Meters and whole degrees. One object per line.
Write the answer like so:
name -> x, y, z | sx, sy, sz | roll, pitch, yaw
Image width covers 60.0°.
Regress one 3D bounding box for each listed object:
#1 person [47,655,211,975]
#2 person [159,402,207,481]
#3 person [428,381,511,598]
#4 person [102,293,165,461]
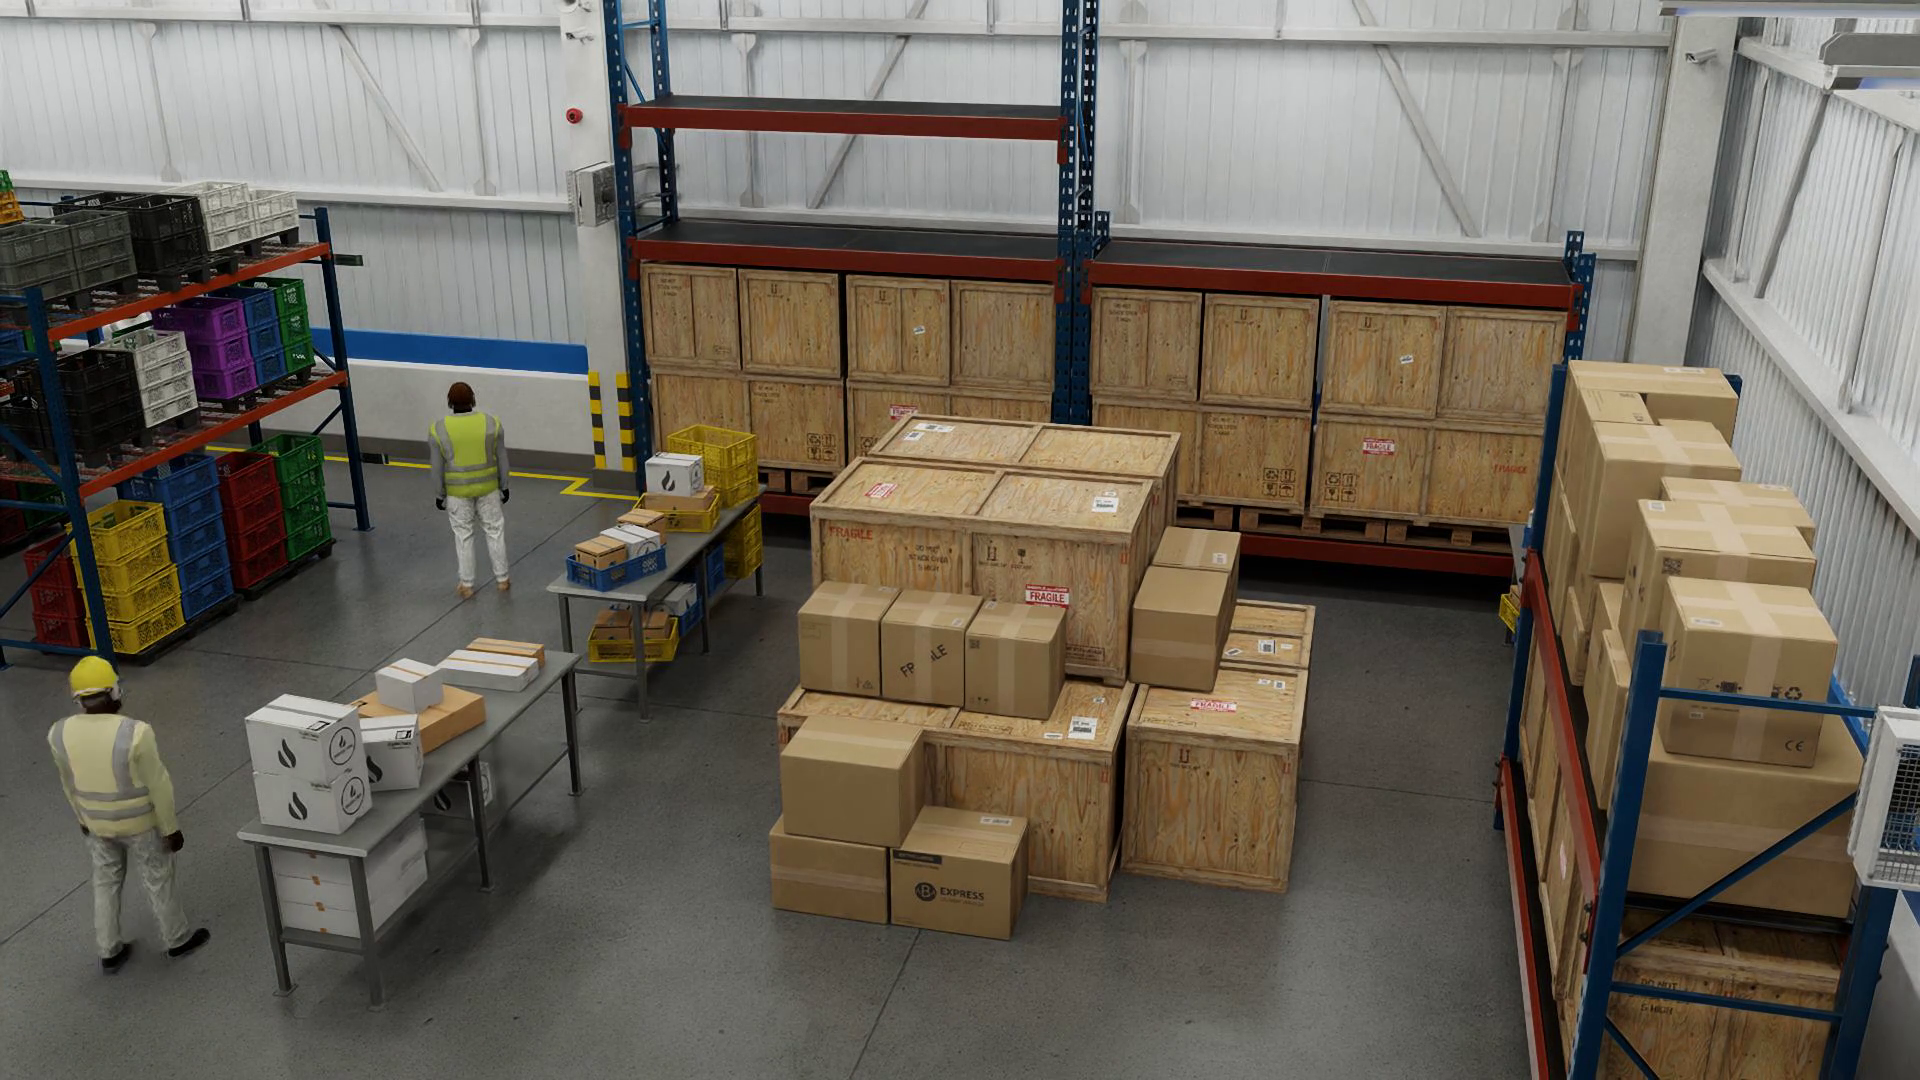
person -> -4.509, 1.496, 8.969 | 0.638, 1.814, 0.456 | 3, 21, 7
person -> -7.109, -0.975, 15.241 | 0.369, 1.940, 0.631 | 1, 21, 4
person -> -4.094, -0.428, 13.946 | 0.634, 1.839, 0.429 | -9, 23, -23
person -> -8.486, -1.703, 17.223 | 0.354, 1.881, 0.576 | 20, 28, 41
